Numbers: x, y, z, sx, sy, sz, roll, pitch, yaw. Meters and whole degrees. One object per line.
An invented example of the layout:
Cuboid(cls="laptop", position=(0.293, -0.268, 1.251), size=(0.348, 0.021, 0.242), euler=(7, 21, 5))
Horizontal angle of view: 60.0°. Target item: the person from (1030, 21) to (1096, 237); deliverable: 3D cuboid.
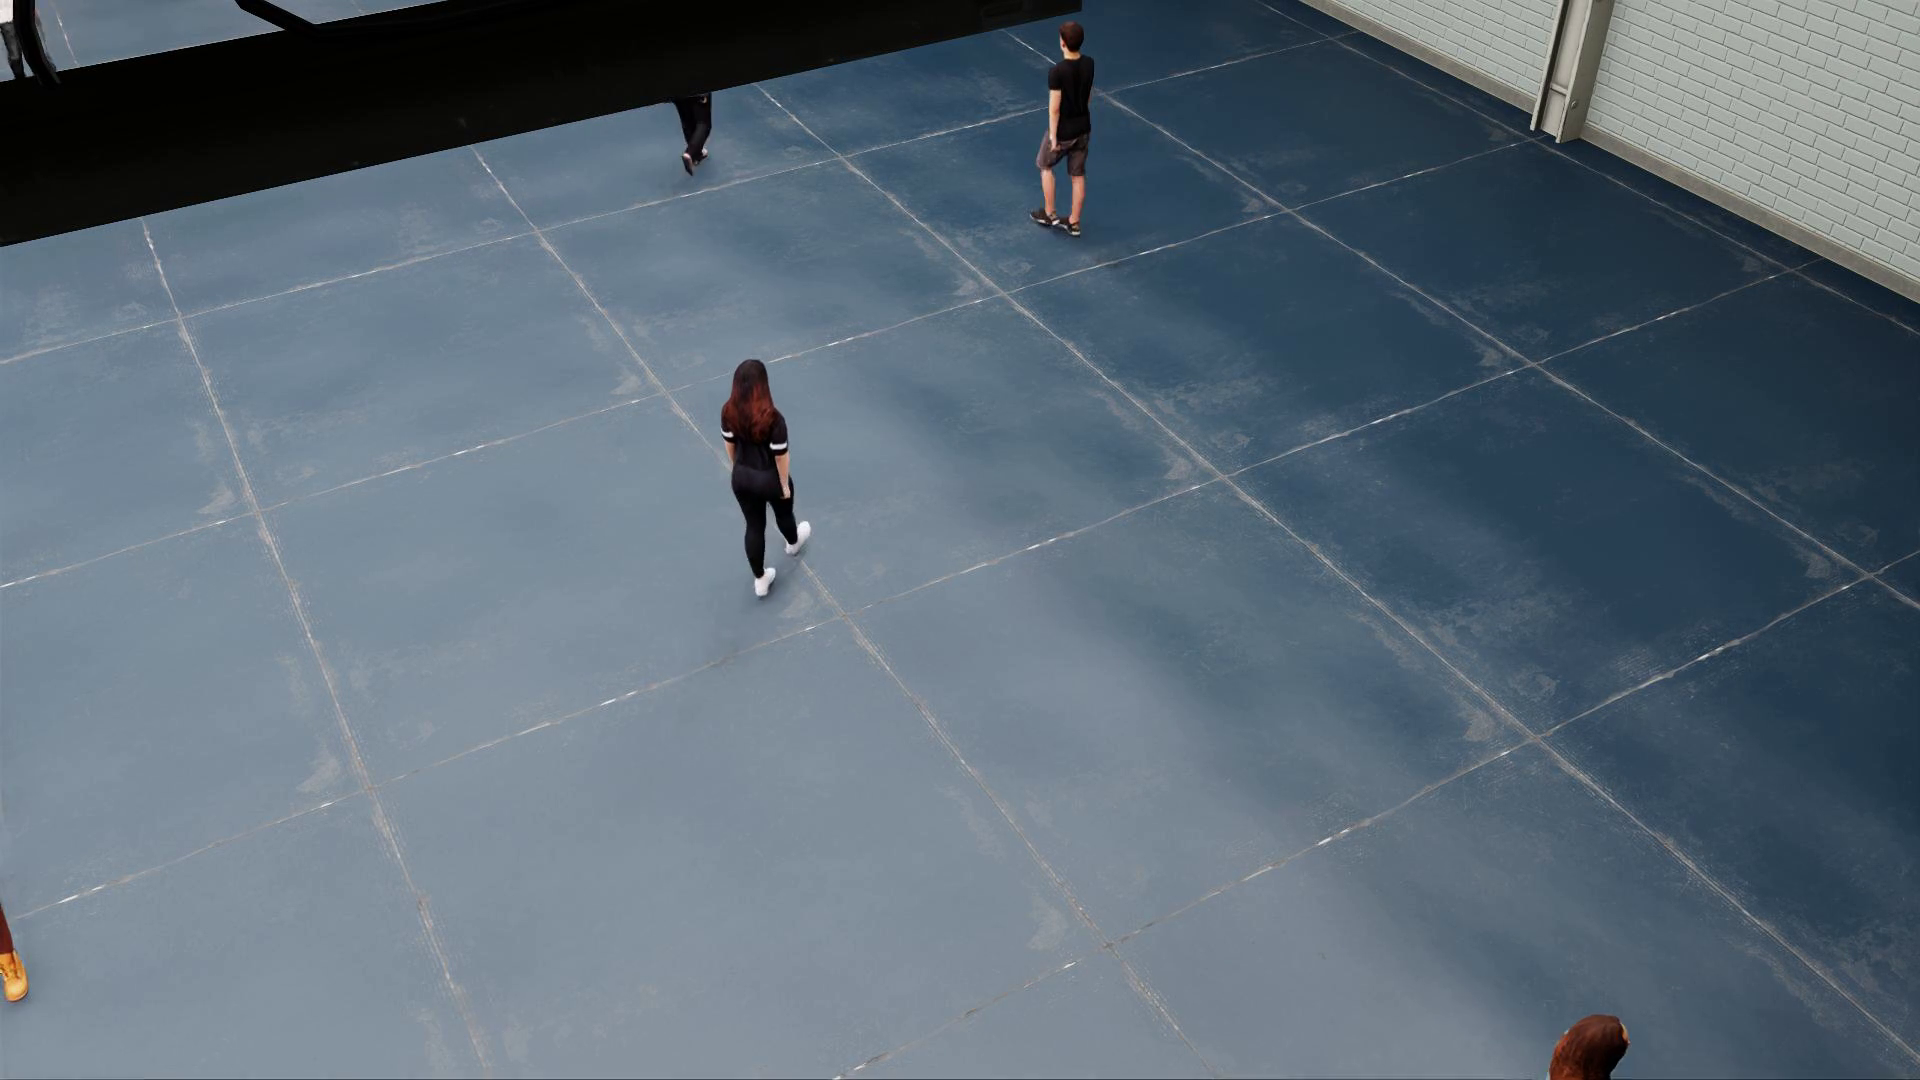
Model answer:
Cuboid(cls="person", position=(0.976, -3.442, 14.086), size=(0.662, 1.846, 0.717), euler=(-20, 42, -23))

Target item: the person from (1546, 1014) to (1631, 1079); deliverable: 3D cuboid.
Cuboid(cls="person", position=(2.432, 2.433, 6.884), size=(0.812, 1.466, 0.851), euler=(-4, 38, -5))

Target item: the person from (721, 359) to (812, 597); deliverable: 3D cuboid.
Cuboid(cls="person", position=(-1.271, -0.348, 10.317), size=(0.957, 1.616, 0.998), euler=(12, 40, 15))

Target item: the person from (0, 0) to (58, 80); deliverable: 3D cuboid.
Cuboid(cls="person", position=(-9.330, -5.169, 16.359), size=(1.235, 1.763, 0.891), euler=(31, 47, 33))
